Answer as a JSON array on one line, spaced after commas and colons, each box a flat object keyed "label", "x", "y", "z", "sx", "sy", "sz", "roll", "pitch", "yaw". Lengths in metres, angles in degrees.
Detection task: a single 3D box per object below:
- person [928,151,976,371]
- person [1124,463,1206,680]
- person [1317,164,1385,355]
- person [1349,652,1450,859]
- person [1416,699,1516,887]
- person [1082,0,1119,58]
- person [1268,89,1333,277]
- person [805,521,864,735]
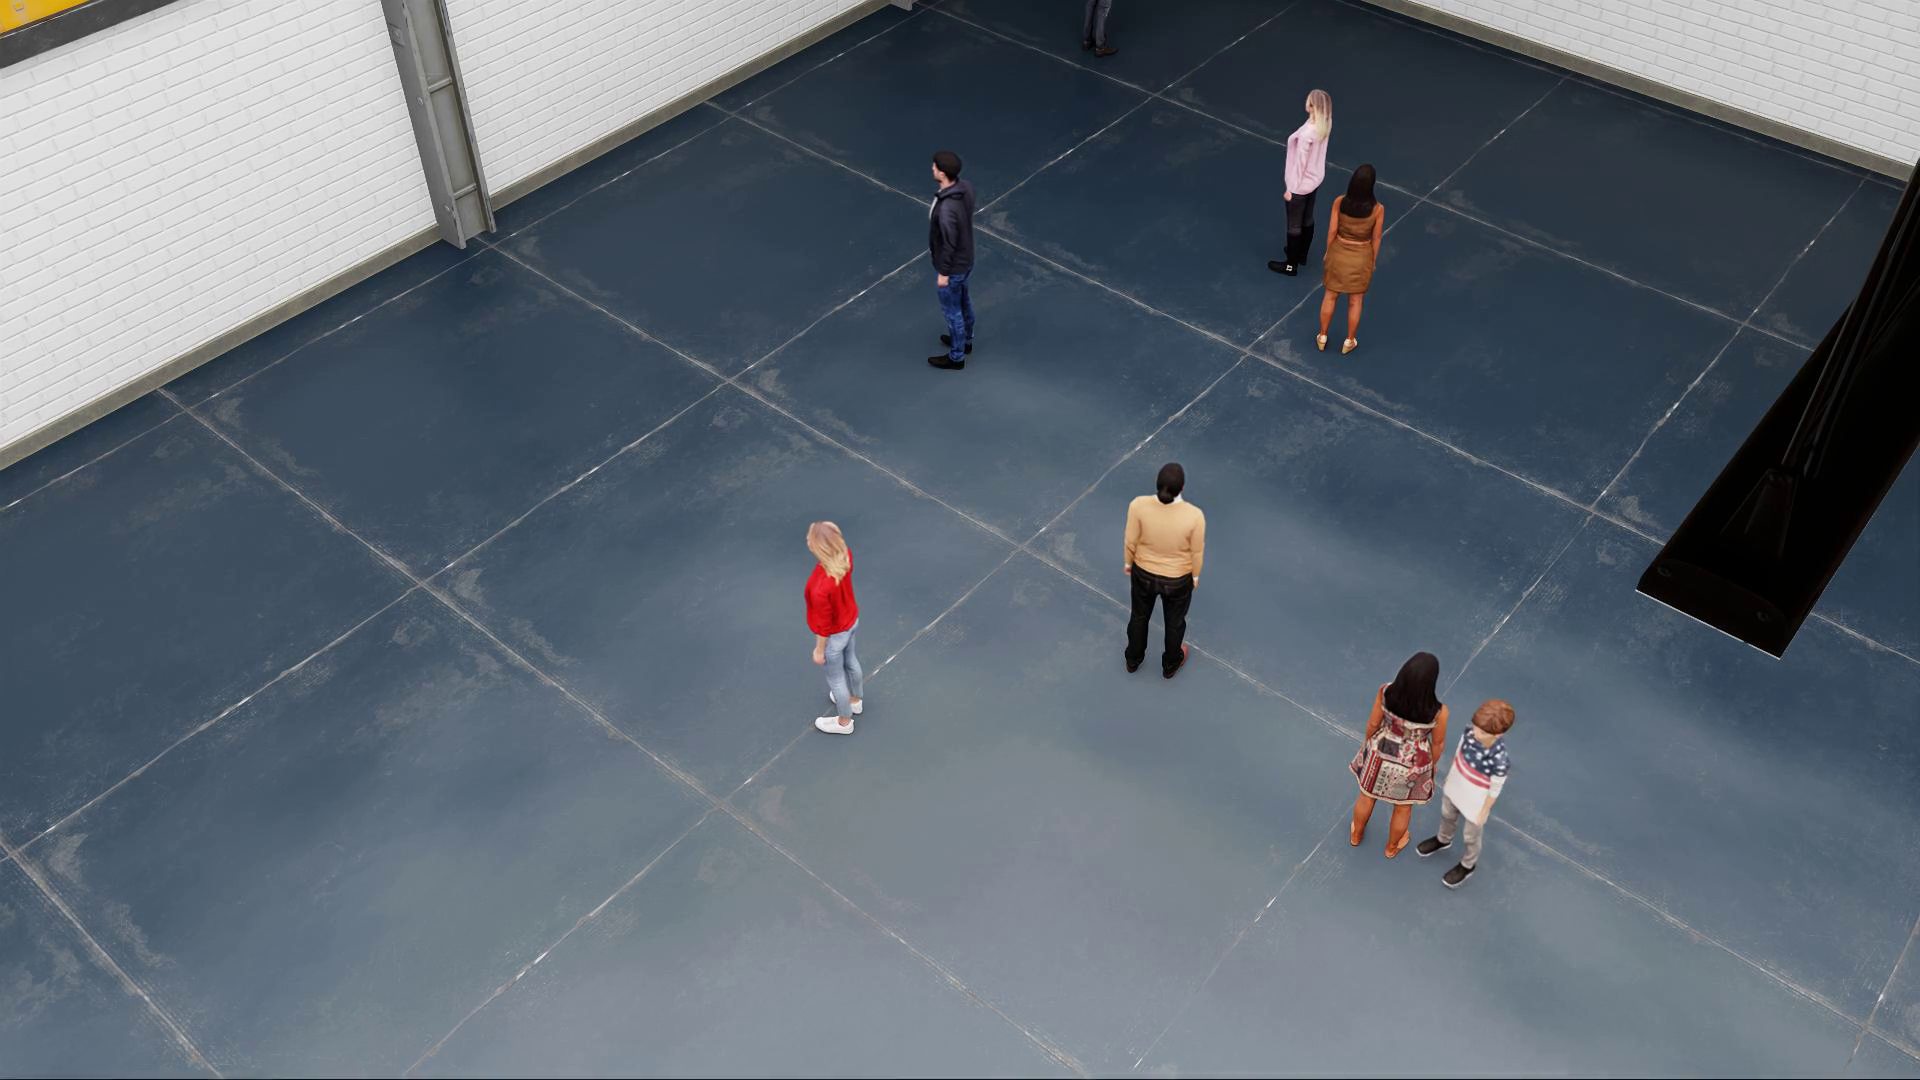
[{"label": "person", "x": -0.046, "y": -2.164, "z": 12.901, "sx": 0.812, "sy": 1.892, "sz": 0.648, "roll": 13, "pitch": 45, "yaw": 13}, {"label": "person", "x": 1.279, "y": 0.197, "z": 10.522, "sx": 0.744, "sy": 1.754, "sz": 0.735, "roll": 11, "pitch": 45, "yaw": 11}, {"label": "person", "x": 3.066, "y": -2.201, "z": 13.086, "sx": 0.630, "sy": 1.690, "sz": 0.620, "roll": 13, "pitch": 45, "yaw": 14}, {"label": "person", "x": 2.508, "y": 1.231, "z": 9.516, "sx": 0.699, "sy": 1.645, "sz": 0.617, "roll": 19, "pitch": 47, "yaw": 18}, {"label": "person", "x": 2.928, "y": 1.412, "z": 9.477, "sx": 0.587, "sy": 1.436, "sz": 0.577, "roll": -18, "pitch": 46, "yaw": -18}, {"label": "person", "x": 1.428, "y": -5.768, "z": 16.765, "sx": 0.614, "sy": 1.779, "sz": 0.704, "roll": -25, "pitch": 49, "yaw": -24}, {"label": "person", "x": 2.891, "y": -2.998, "z": 13.924, "sx": 0.658, "sy": 1.688, "sz": 0.471, "roll": 29, "pitch": 51, "yaw": 27}, {"label": "person", "x": -0.767, "y": 0.543, "z": 10.195, "sx": 0.742, "sy": 1.703, "sz": 0.565, "roll": 14, "pitch": 45, "yaw": 14}]
